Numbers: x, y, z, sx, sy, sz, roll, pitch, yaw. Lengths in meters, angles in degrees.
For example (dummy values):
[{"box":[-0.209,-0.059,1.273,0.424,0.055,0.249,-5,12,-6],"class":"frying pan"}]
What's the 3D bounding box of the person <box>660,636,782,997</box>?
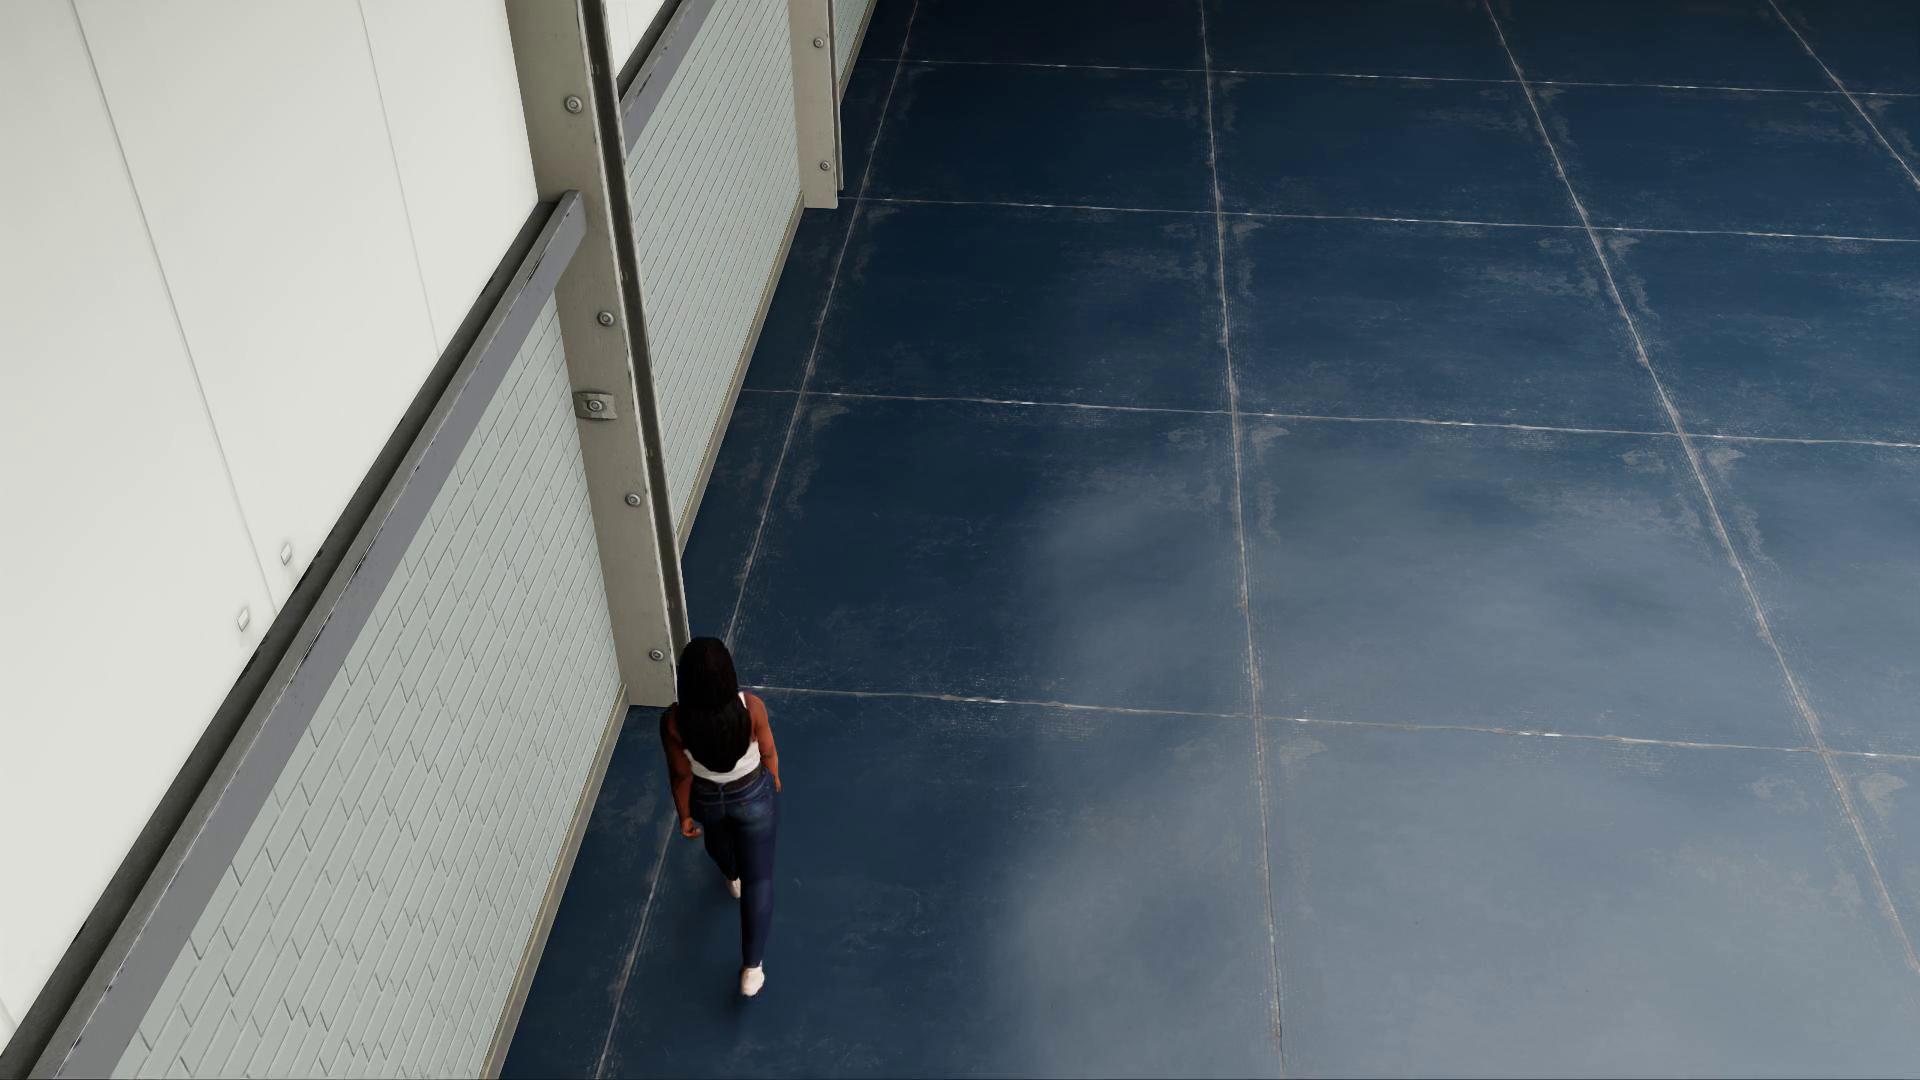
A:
[{"box":[-1.006,1.217,7.321,0.685,1.772,1.210,0,38,1],"class":"person"}]
